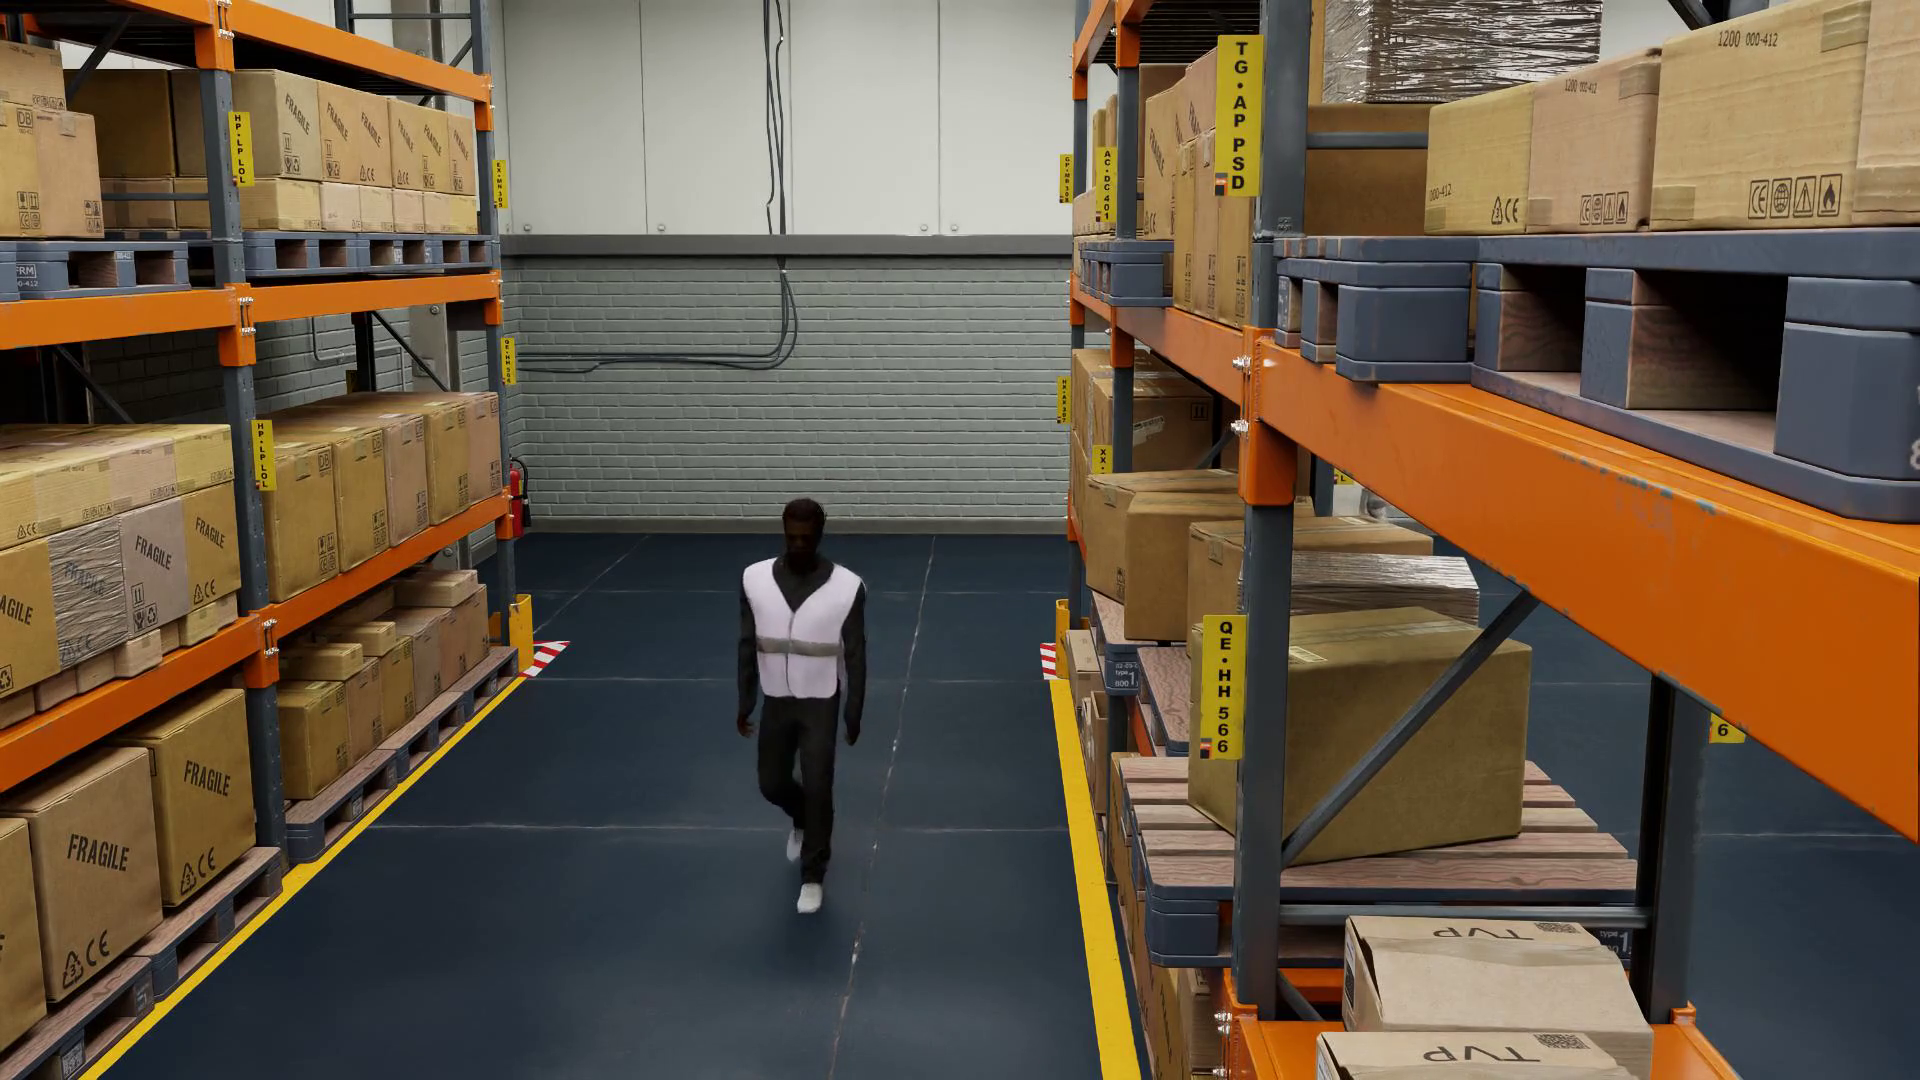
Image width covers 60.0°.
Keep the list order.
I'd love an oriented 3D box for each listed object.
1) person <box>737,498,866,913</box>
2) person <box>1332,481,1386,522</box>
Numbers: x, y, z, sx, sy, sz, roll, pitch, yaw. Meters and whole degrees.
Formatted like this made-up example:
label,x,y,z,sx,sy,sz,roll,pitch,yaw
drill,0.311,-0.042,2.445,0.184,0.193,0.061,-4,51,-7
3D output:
label,x,y,z,sx,sy,sz,roll,pitch,yaw
person,-0.720,0.727,7.727,0.607,1.899,0.601,2,10,10
person,2.501,0.060,11.154,0.647,2.009,0.884,0,10,1
